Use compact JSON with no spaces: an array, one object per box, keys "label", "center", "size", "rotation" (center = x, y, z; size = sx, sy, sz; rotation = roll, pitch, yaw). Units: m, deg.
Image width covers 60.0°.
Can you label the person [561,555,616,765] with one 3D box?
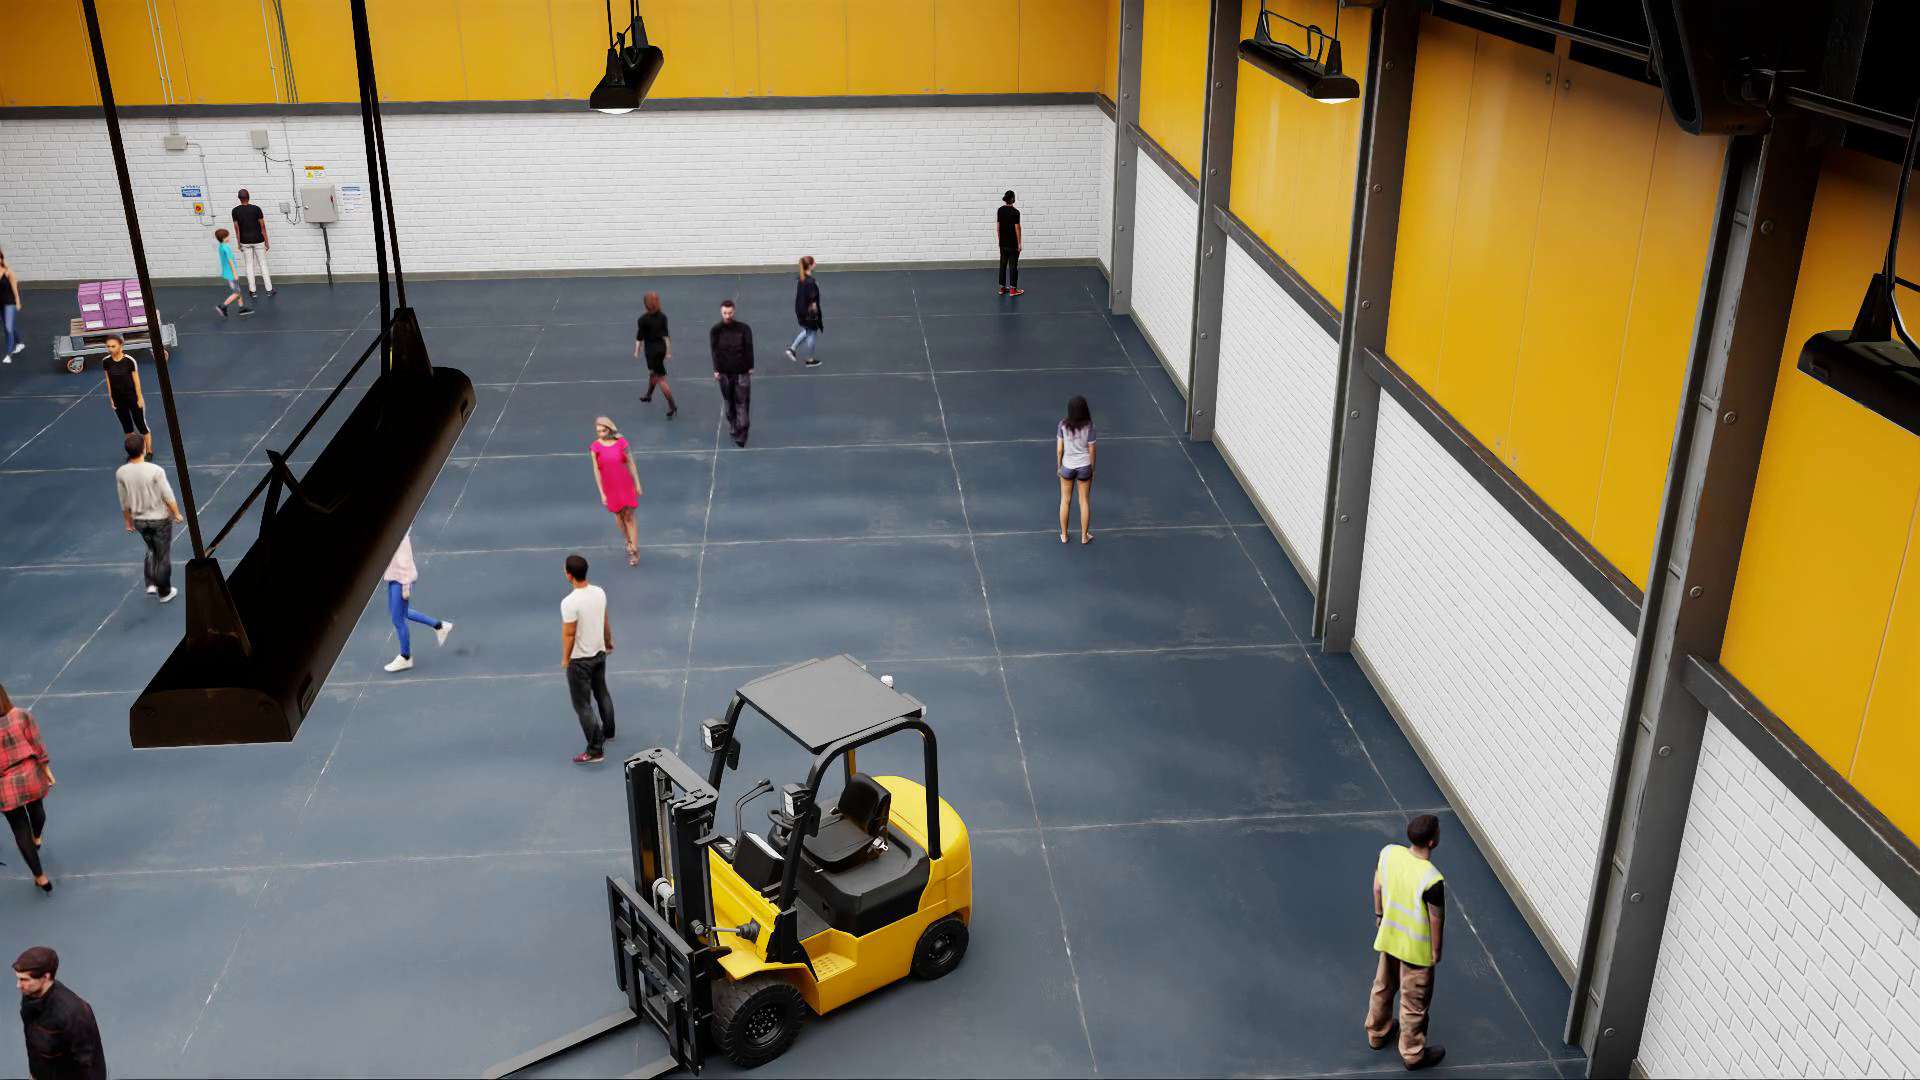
[{"label":"person","center":[-3.180,0.984,14.267],"size":[1.071,1.786,0.941],"rotation":[12,26,25]}]

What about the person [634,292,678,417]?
[{"label":"person","center":[-4.025,-2.442,22.271],"size":[1.127,1.653,1.057],"rotation":[20,30,37]}]

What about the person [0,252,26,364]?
[{"label":"person","center":[-14.137,-3.490,24.651],"size":[0.640,1.666,1.129],"rotation":[0,24,-1]}]

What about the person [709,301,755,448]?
[{"label":"person","center":[-2.919,-2.165,21.383],"size":[0.763,1.856,1.208],"rotation":[0,24,0]}]

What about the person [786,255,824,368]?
[{"label":"person","center":[-2.301,-3.309,24.233],"size":[0.879,1.670,0.846],"rotation":[-14,27,-29]}]

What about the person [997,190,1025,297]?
[{"label":"person","center":[0.831,-5.011,28.017],"size":[0.724,1.758,0.779],"rotation":[18,29,35]}]

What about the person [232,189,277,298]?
[{"label":"person","center":[-11.881,-4.995,27.921],"size":[0.700,1.805,0.664],"rotation":[-7,25,-15]}]

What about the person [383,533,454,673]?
[{"label":"person","center":[-5.181,0.386,15.673],"size":[0.946,1.755,0.987],"rotation":[-13,27,-28]}]

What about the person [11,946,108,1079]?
[{"label":"person","center":[-4.991,3.039,9.512],"size":[0.865,1.828,0.919],"rotation":[17,29,33]}]

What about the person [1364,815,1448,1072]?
[{"label":"person","center":[2.879,2.541,10.629],"size":[0.898,1.846,0.819],"rotation":[-15,28,-31]}]

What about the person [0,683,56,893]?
[{"label":"person","center":[-7.027,1.860,12.437],"size":[1.042,1.646,1.179],"rotation":[-19,30,-37]}]

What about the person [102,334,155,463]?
[{"label":"person","center":[-10.378,-1.777,20.736],"size":[0.609,1.663,0.578],"rotation":[2,24,3]}]

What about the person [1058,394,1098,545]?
[{"label":"person","center":[1.287,-0.789,18.391],"size":[0.635,1.732,0.596],"rotation":[4,24,10]}]

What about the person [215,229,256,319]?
[{"label":"person","center":[-11.774,-4.272,26.726],"size":[0.830,1.438,0.849],"rotation":[-15,28,-31]}]

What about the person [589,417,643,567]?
[{"label":"person","center":[-3.708,-0.592,17.998],"size":[0.694,1.686,0.788],"rotation":[-6,24,-14]}]

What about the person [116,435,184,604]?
[{"label":"person","center":[-8.254,-0.177,16.906],"size":[0.702,1.800,0.696],"rotation":[1,24,2]}]
